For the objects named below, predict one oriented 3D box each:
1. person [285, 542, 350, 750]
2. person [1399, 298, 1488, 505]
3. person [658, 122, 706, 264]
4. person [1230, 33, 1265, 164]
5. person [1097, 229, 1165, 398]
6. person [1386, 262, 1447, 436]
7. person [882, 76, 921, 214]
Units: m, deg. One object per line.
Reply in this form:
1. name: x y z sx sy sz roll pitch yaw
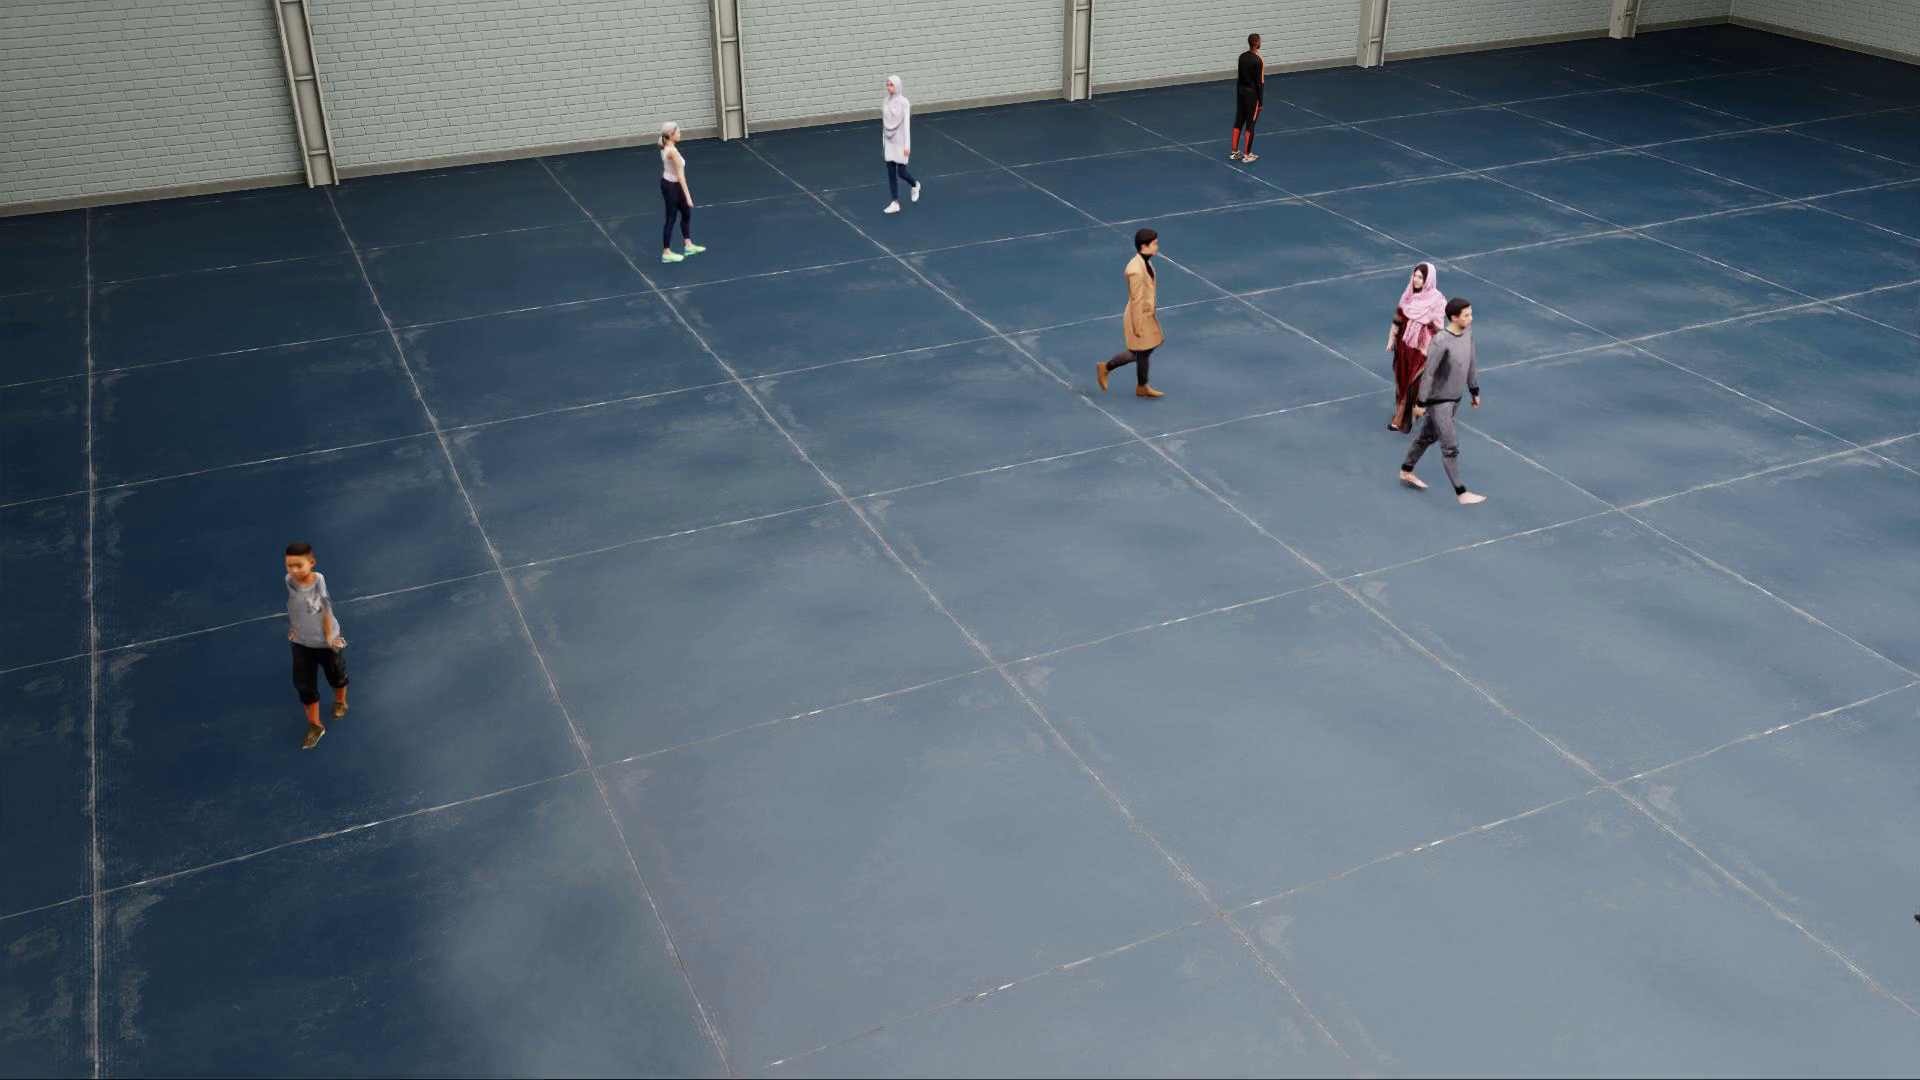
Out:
1. person: -4.354 0.577 11.292 0.824 1.441 0.818 -2 28 -4
2. person: 4.076 -1.229 14.296 1.038 1.805 1.173 25 37 38
3. person: -3.524 -4.136 19.879 0.794 1.687 0.639 -12 30 -21
4. person: 4.151 -6.385 23.976 0.624 1.806 0.669 -23 36 -36
5. person: 1.675 -2.188 16.200 1.026 1.708 0.971 10 30 18
6. person: 4.341 -1.843 15.650 0.969 1.615 0.791 -23 36 -36
7. person: -0.768 -5.182 21.761 0.852 1.765 0.982 20 34 32
